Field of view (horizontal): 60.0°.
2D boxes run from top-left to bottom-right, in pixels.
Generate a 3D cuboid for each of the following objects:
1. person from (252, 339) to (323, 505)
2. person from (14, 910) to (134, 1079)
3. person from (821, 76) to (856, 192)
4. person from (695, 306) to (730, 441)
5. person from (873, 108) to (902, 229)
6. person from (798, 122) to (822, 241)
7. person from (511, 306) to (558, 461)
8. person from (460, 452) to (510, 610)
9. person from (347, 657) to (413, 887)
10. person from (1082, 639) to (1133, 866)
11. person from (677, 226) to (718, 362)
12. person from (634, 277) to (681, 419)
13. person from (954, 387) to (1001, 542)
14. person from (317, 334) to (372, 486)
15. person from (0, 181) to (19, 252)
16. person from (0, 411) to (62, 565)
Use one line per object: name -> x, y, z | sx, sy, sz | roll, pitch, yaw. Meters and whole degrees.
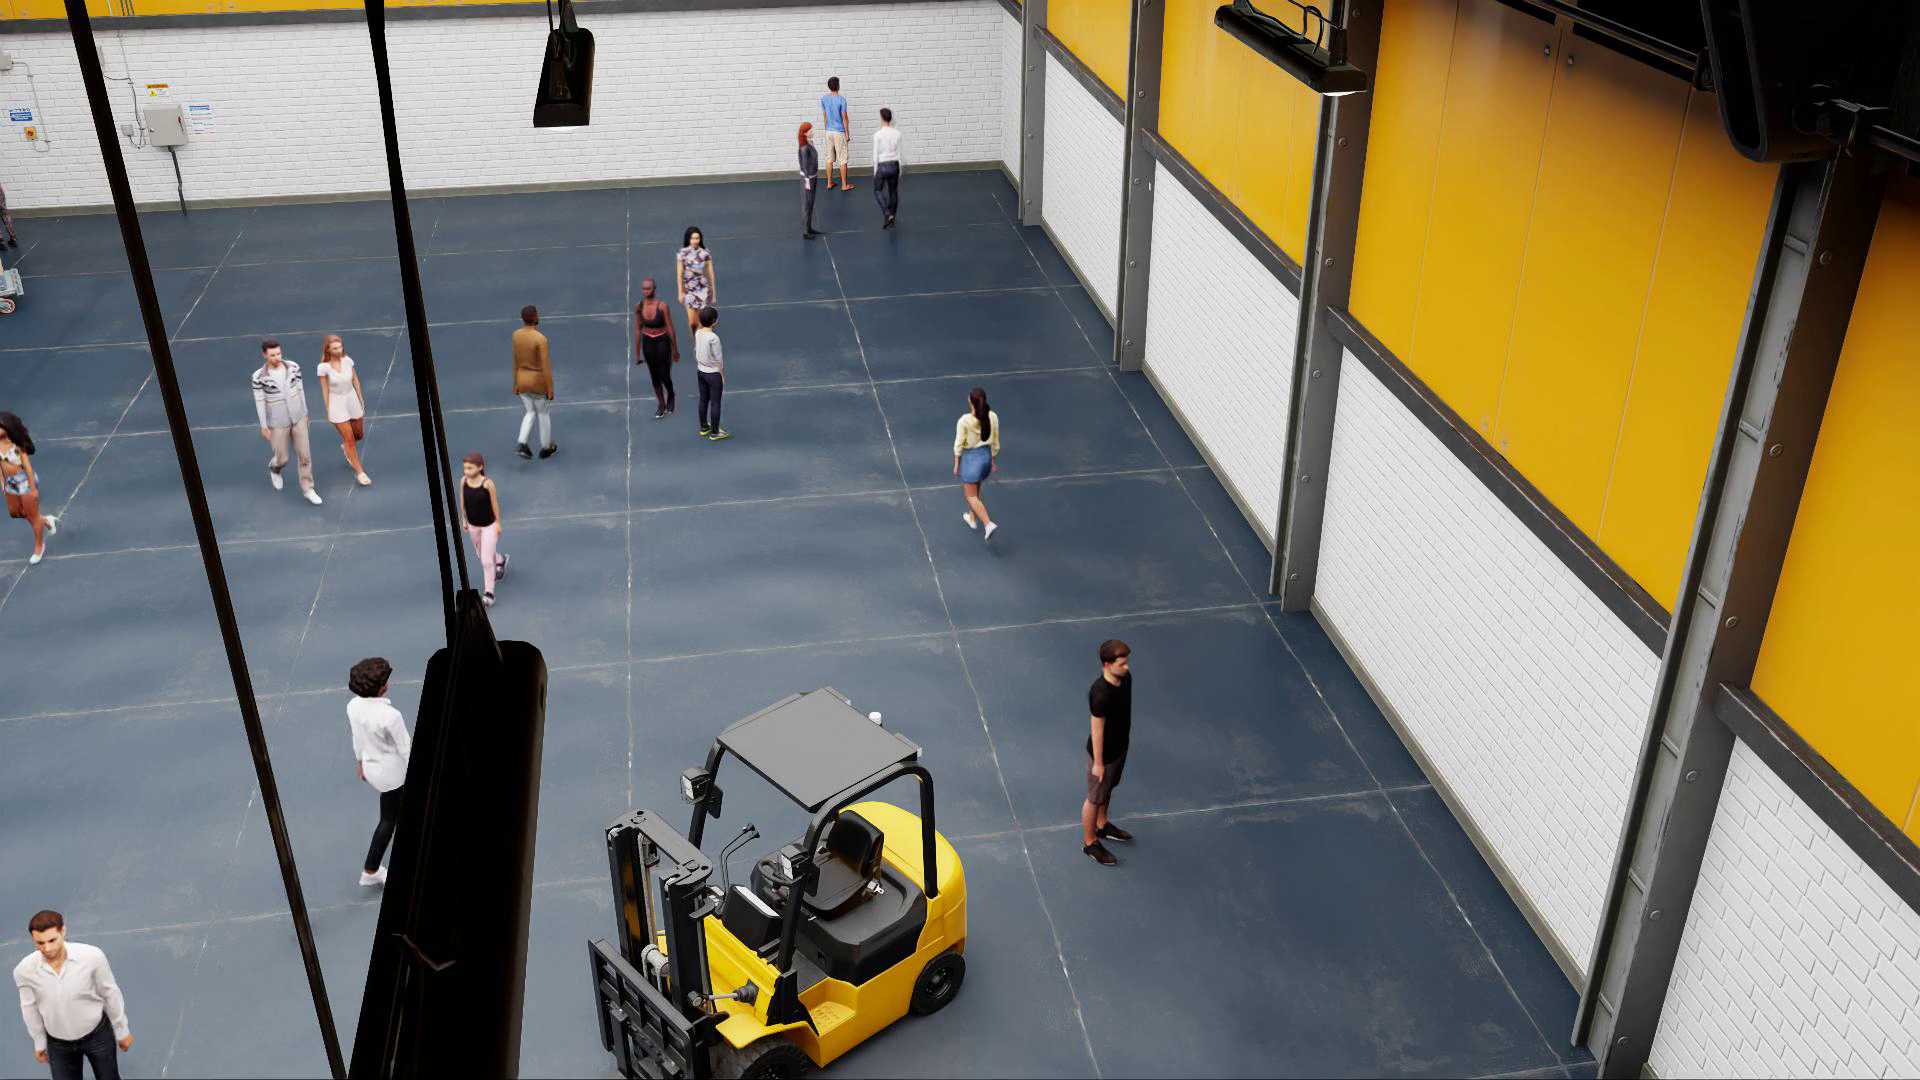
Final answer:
person -> -7.173, -1.288, 17.620 | 1.092, 1.836, 0.986 | 25, 37, 38
person -> -5.239, 2.902, 9.910 | 0.741, 1.864, 0.702 | -11, 30, -19
person -> -2.059, -6.759, 27.622 | 0.742, 1.863, 0.767 | 13, 31, 23
person -> -2.882, -1.918, 19.080 | 0.615, 1.544, 0.697 | 25, 37, 38
person -> -1.096, -5.721, 25.727 | 0.733, 1.855, 0.913 | -10, 30, -18
person -> -2.308, -5.499, 25.400 | 0.704, 1.779, 0.537 | 4, 29, 8
person -> -4.768, -1.679, 18.373 | 0.898, 1.802, 1.005 | 13, 31, 23
person -> -4.521, -0.168, 15.873 | 0.784, 1.542, 1.052 | 7, 29, 13
person -> -4.256, 1.718, 12.178 | 1.097, 1.770, 1.221 | 15, 32, 25
person -> 1.103, 1.531, 12.425 | 0.822, 1.861, 0.736 | 15, 32, 25
person -> -3.372, -3.178, 21.209 | 0.646, 1.716, 0.712 | -8, 30, -14
person -> -3.532, -2.295, 19.563 | 0.735, 1.742, 0.755 | 5, 29, 10
person -> 0.192, -0.744, 16.854 | 0.843, 1.615, 1.081 | -15, 32, -25
person -> -6.733, -1.460, 18.104 | 0.904, 1.674, 1.055 | -24, 37, -36
person -> -14.522, -5.201, 24.921 | 0.743, 1.713, 0.671 | 14, 32, 24
person -> -9.266, -0.561, 16.518 | 0.743, 1.615, 0.847 | 9, 30, 15
